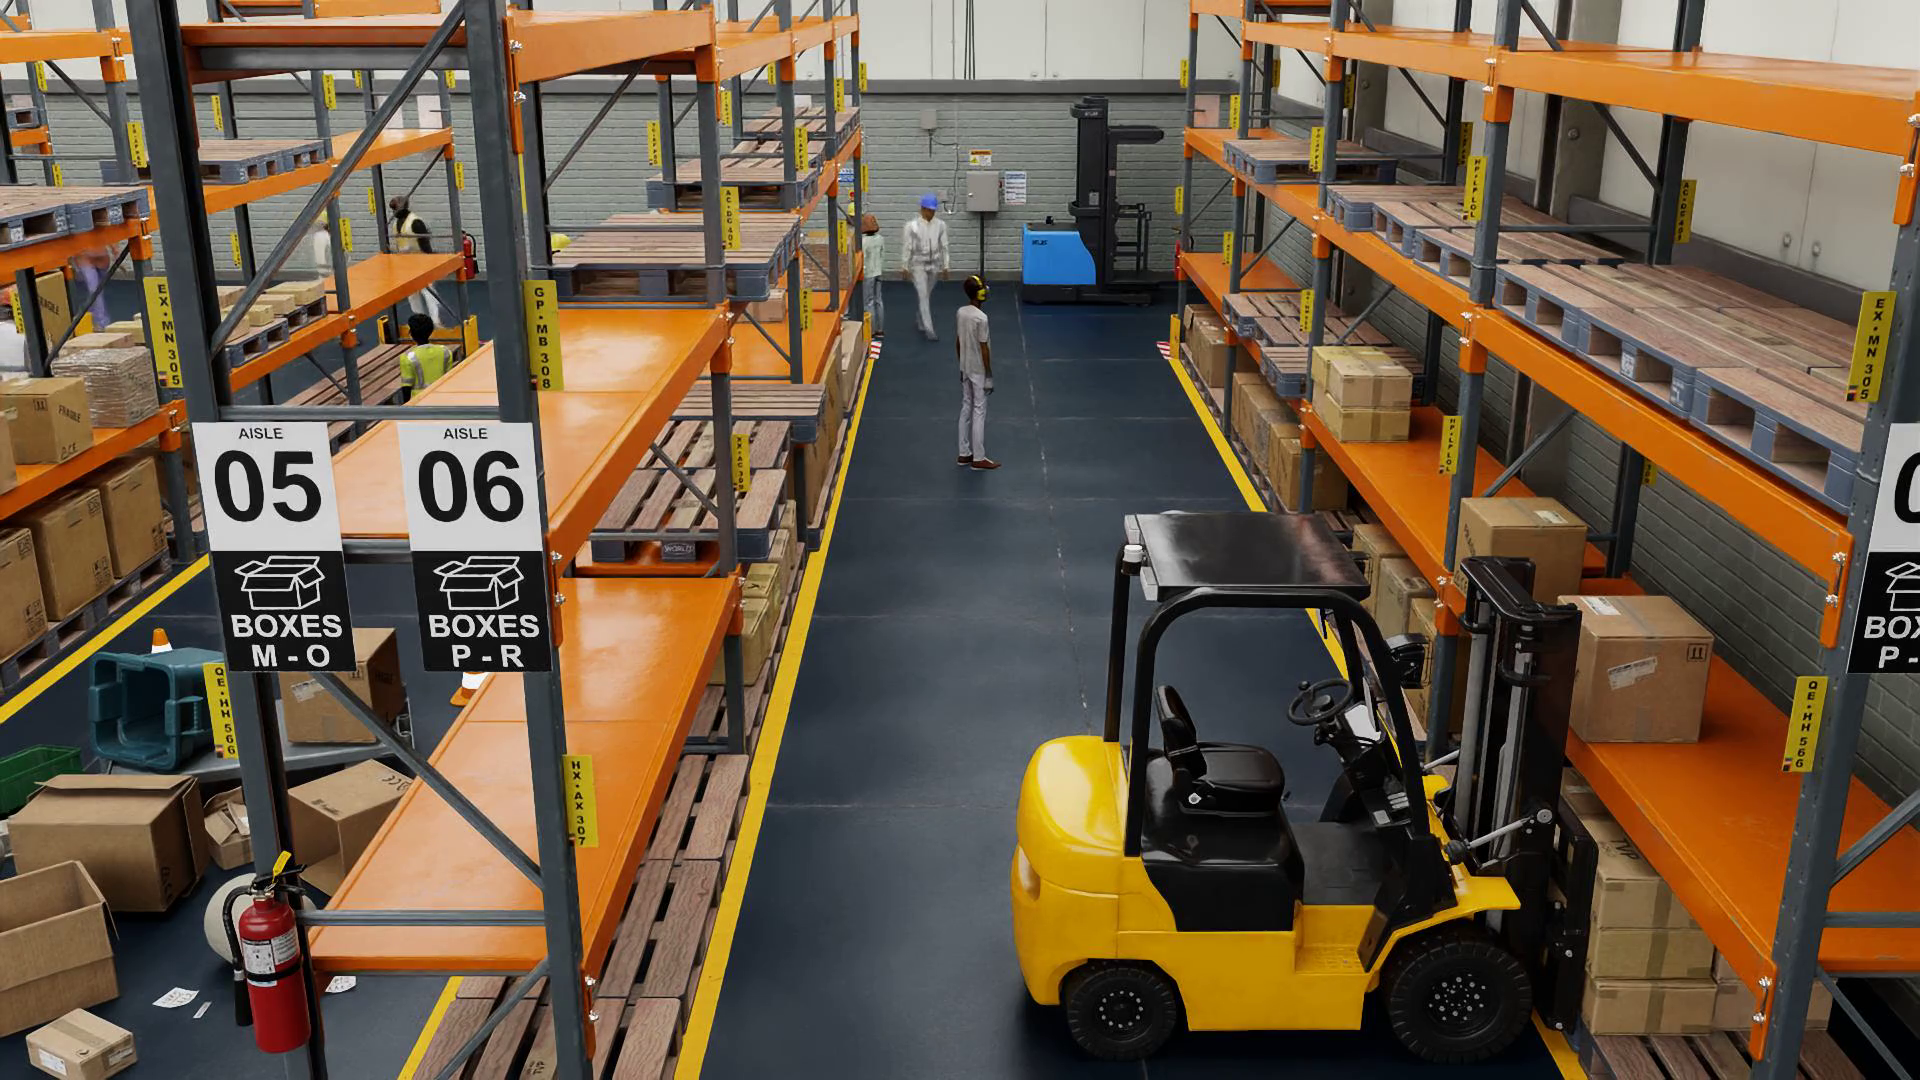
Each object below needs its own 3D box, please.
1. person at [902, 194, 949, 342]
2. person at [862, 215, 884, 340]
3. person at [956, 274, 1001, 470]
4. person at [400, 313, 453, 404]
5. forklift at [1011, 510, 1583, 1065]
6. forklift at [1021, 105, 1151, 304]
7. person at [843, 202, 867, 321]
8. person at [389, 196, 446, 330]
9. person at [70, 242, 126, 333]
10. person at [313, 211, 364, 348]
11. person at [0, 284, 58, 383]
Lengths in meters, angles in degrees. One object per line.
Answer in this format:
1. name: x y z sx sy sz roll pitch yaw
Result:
1. person: -0.445 -3.628 22.026 0.610 1.889 1.036 -8 20 -23
2. person: -1.181 -3.456 21.897 0.285 1.633 0.497 12 22 32
3. person: 0.160 -1.608 15.930 0.328 1.876 0.514 -12 22 -32
4. person: -4.769 -1.195 14.967 0.320 1.693 0.534 14 23 36
5. forklift: 1.387 1.055 7.378 2.313 2.155 1.214 0 18 0
6. forklift: 1.857 -4.944 24.441 1.873 2.768 1.129 0 18 0
7. person: -1.395 -3.671 22.391 0.488 1.736 0.320 -3 19 -9
8. person: -7.317 -3.701 22.391 0.794 1.808 0.433 13 23 35
9. person: -11.477 -3.671 22.065 1.033 1.944 0.626 15 24 39
10. person: -8.011 -3.304 21.169 0.613 1.805 0.649 16 24 39
11. person: -8.448 -1.393 15.228 0.569 1.901 0.874 2 18 6
